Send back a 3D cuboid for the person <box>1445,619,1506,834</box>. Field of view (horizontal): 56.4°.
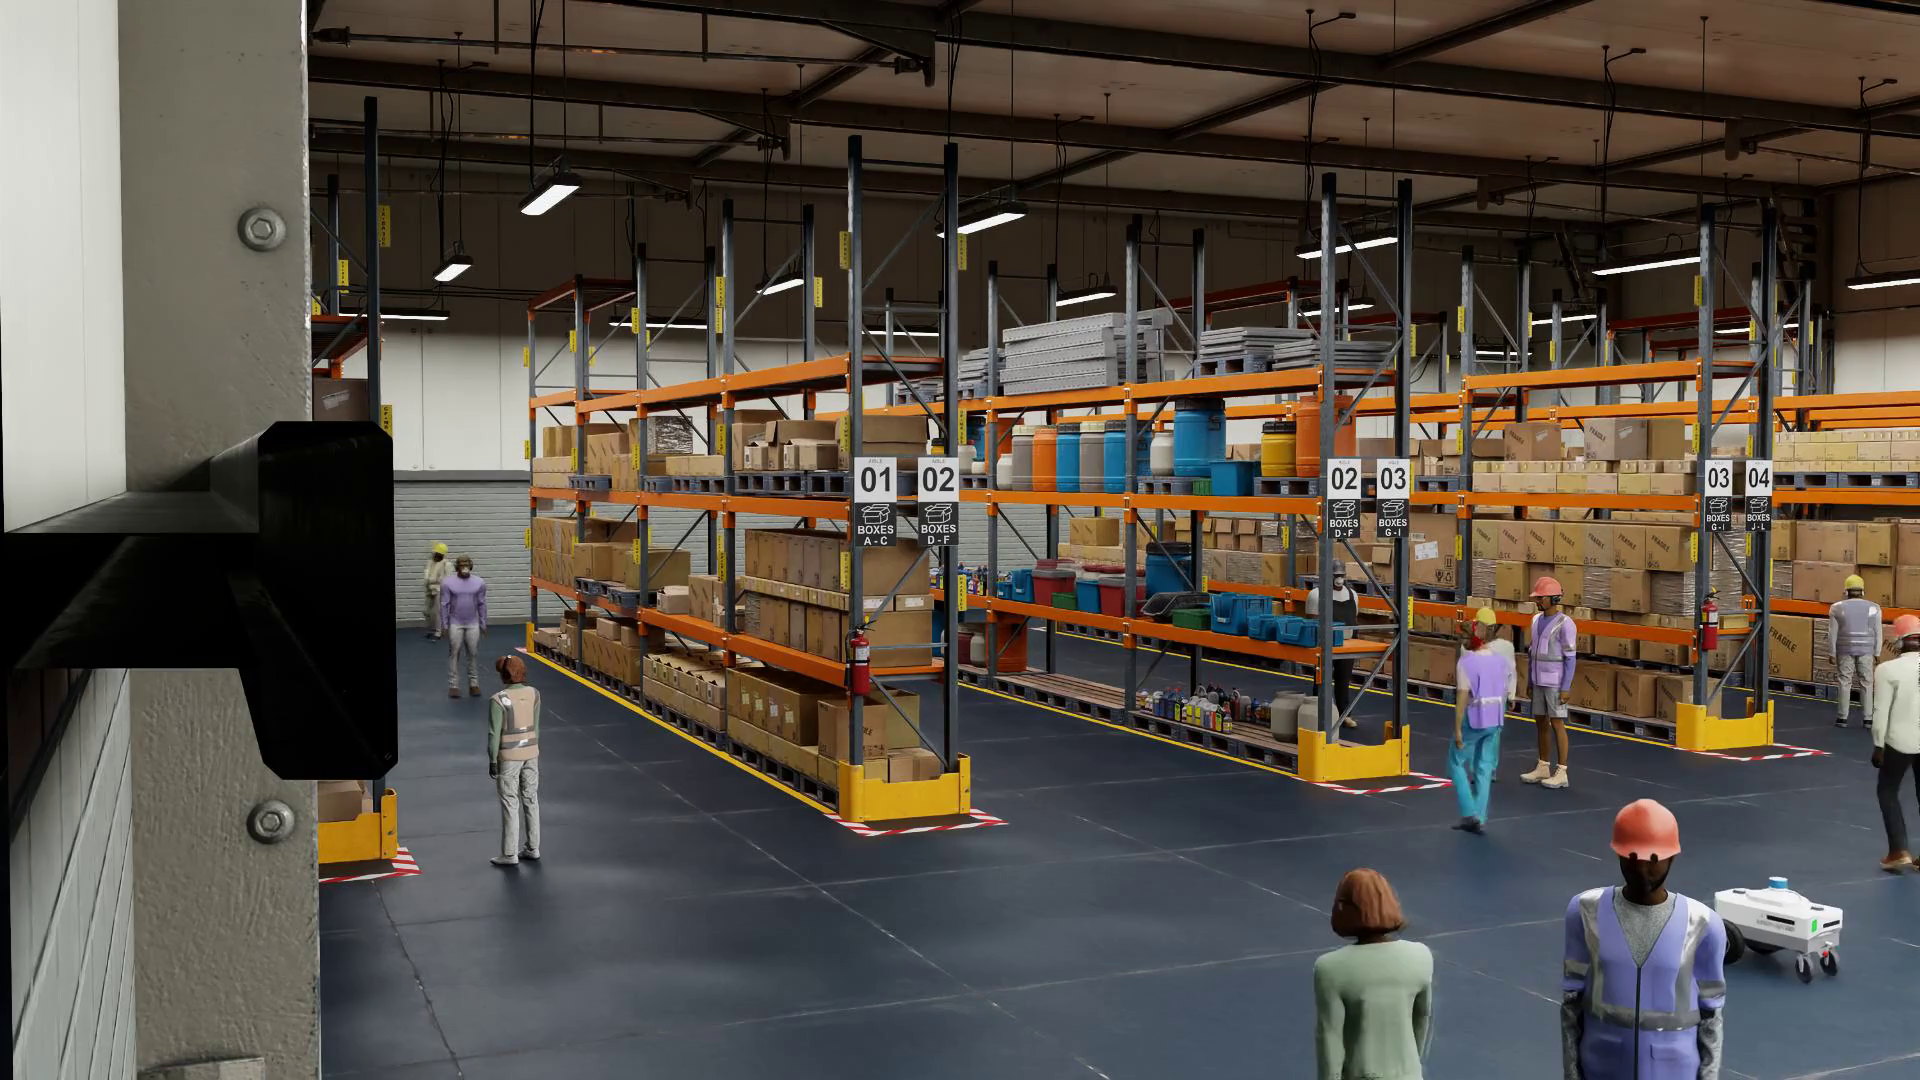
[{"bbox_3d":[4.389,1.579,15.172,0.610,1.823,0.459,-1,2,-24],"label":"person"}]

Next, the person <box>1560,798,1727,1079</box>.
[{"bbox_3d":[2.373,1.863,6.254,0.542,1.939,0.356,1,2,25],"label":"person"}]

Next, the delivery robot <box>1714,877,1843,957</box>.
[{"bbox_3d":[5.063,2.334,11.093,0.477,0.478,0.707,-1,3,-34],"label":"delivery robot"}]

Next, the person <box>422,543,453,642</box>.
[{"bbox_3d":[-9.430,0.949,32.257,0.689,1.775,0.438,1,3,30],"label":"person"}]

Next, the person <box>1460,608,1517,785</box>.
[{"bbox_3d":[5.162,1.551,17.511,0.535,1.700,0.877,1,2,15],"label":"person"}]

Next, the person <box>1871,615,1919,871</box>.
[{"bbox_3d":[7.337,1.565,13.833,0.622,1.964,0.532,0,2,-1],"label":"person"}]

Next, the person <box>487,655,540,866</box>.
[{"bbox_3d":[-3.488,1.718,14.043,0.316,1.629,0.507,1,3,34],"label":"person"}]

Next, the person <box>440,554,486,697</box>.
[{"bbox_3d":[-6.786,1.165,24.481,0.633,1.938,0.358,-1,2,-26],"label":"person"}]

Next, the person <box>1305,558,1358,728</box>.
[{"bbox_3d":[4.508,1.252,21.432,0.684,2.000,0.538,-1,2,-19],"label":"person"}]

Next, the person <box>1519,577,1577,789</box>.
[{"bbox_3d":[5.731,1.381,17.487,0.374,2.042,0.615,-1,2,-19],"label":"person"}]

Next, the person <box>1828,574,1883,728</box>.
[{"bbox_3d":[10.742,1.330,21.509,0.590,1.835,0.404,1,2,19],"label":"person"}]

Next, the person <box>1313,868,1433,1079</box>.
[{"bbox_3d":[1.500,2.016,6.673,0.501,1.602,0.769,0,2,-11],"label":"person"}]
